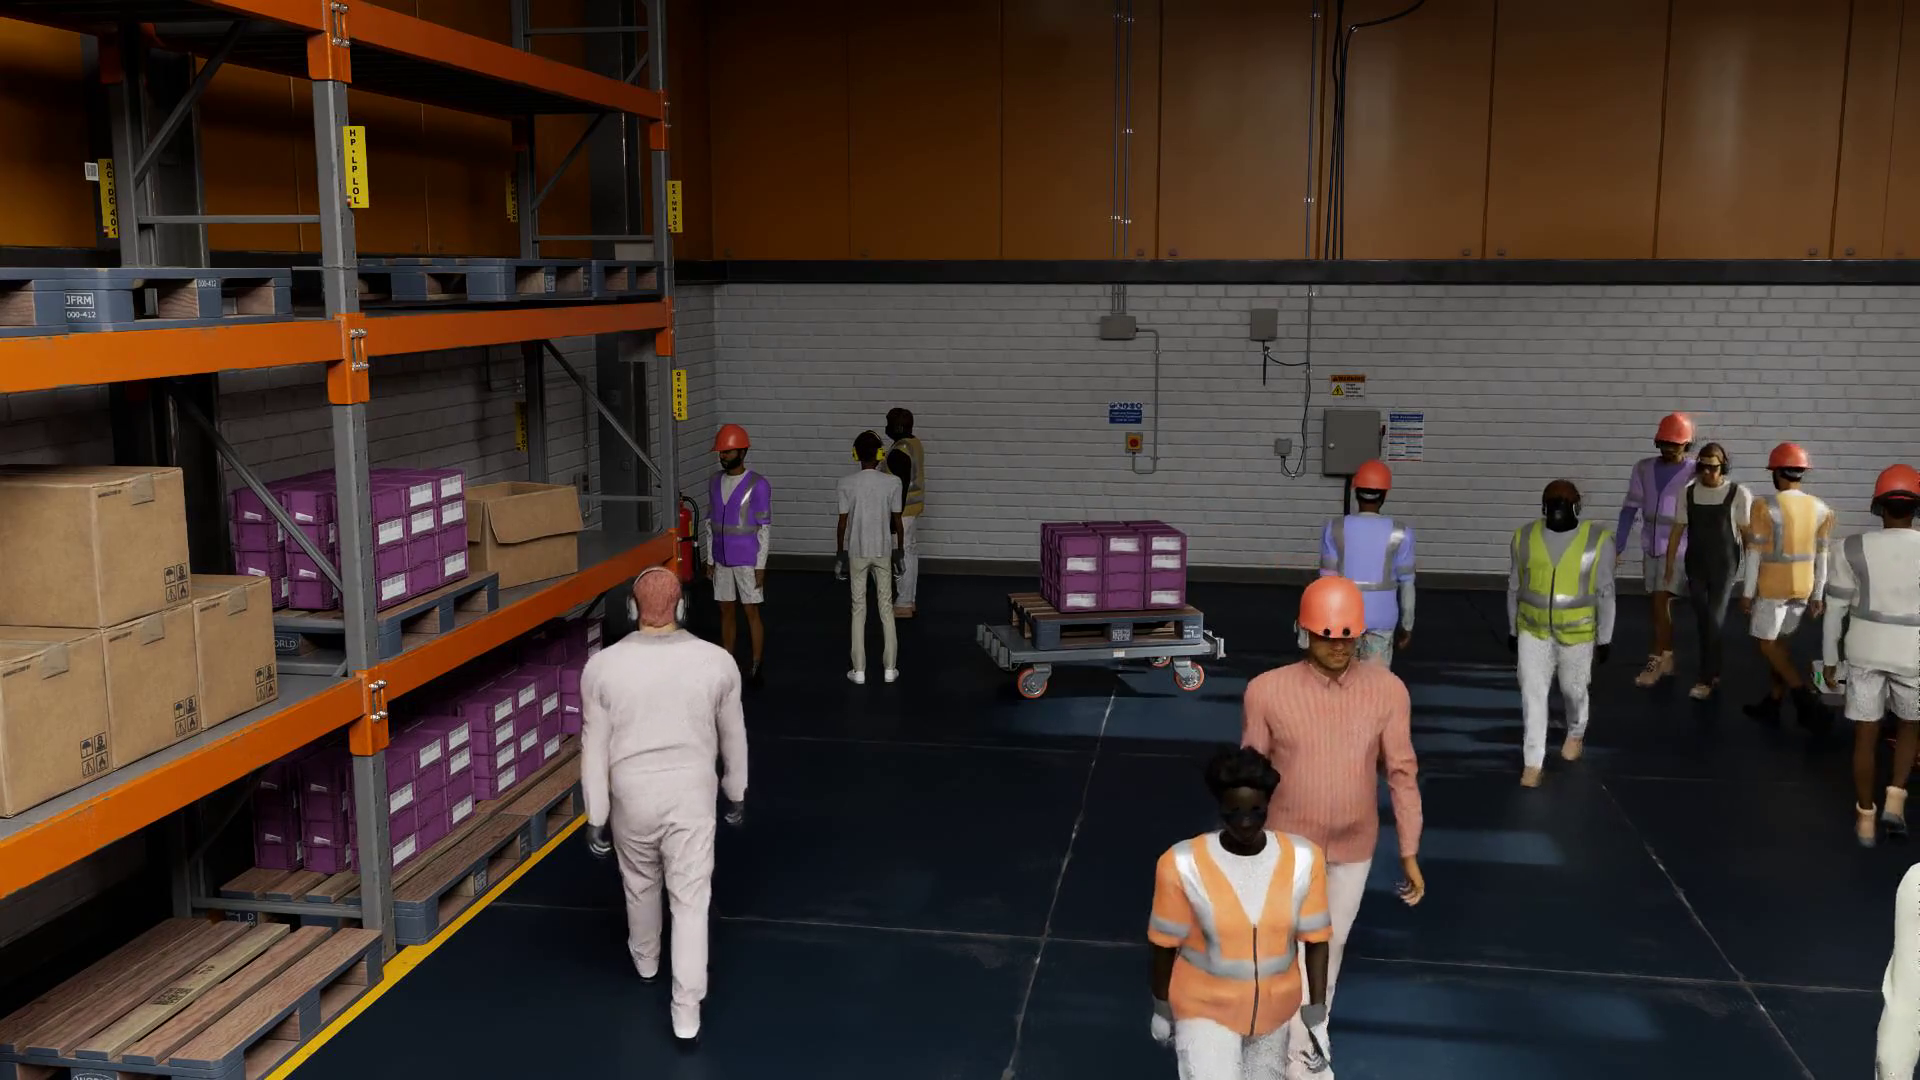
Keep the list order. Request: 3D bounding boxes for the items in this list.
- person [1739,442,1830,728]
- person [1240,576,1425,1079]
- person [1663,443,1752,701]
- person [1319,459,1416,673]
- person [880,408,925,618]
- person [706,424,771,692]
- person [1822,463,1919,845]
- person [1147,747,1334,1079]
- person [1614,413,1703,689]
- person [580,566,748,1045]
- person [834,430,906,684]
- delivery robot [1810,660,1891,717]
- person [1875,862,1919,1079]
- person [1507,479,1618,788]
[{"bbox_3d":[5.477,0.323,10.946,0.550,1.910,0.698,-2,9,-13],"label":"person"},{"bbox_3d":[1.329,1.107,5.899,0.624,1.952,0.924,-1,9,-5],"label":"person"},{"bbox_3d":[5.258,0.228,11.771,0.839,1.810,0.558,-9,13,-44],"label":"person"},{"bbox_3d":[2.477,0.454,10.118,0.566,1.899,0.896,3,10,18],"label":"person"},{"bbox_3d":[-0.529,-0.240,14.592,0.429,1.844,0.627,1,9,8],"label":"person"},{"bbox_3d":[-1.622,0.129,12.013,0.542,1.939,0.361,5,11,30],"label":"person"},{"bbox_3d":[4.892,0.610,8.764,0.644,2.029,0.422,5,10,27],"label":"person"},{"bbox_3d":[0.844,1.422,4.862,0.530,1.658,0.751,-2,9,-12],"label":"person"},{"bbox_3d":[5.071,0.077,12.115,0.809,2.002,0.649,-5,11,-30],"label":"person"},{"bbox_3d":[-1.193,1.026,6.751,0.672,1.855,1.014,-2,9,-14],"label":"person"},{"bbox_3d":[-0.663,0.129,12.244,0.532,1.865,0.310,-2,9,-10],"label":"person"},{"bbox_3d":[6.004,0.944,10.954,0.707,0.478,0.477,4,10,23],"label":"delivery robot"},{"bbox_3d":[2.577,1.402,4.050,0.619,1.976,0.643,4,10,22],"label":"person"},{"bbox_3d":[3.601,0.523,9.985,0.632,1.812,0.861,5,11,29],"label":"person"}]
